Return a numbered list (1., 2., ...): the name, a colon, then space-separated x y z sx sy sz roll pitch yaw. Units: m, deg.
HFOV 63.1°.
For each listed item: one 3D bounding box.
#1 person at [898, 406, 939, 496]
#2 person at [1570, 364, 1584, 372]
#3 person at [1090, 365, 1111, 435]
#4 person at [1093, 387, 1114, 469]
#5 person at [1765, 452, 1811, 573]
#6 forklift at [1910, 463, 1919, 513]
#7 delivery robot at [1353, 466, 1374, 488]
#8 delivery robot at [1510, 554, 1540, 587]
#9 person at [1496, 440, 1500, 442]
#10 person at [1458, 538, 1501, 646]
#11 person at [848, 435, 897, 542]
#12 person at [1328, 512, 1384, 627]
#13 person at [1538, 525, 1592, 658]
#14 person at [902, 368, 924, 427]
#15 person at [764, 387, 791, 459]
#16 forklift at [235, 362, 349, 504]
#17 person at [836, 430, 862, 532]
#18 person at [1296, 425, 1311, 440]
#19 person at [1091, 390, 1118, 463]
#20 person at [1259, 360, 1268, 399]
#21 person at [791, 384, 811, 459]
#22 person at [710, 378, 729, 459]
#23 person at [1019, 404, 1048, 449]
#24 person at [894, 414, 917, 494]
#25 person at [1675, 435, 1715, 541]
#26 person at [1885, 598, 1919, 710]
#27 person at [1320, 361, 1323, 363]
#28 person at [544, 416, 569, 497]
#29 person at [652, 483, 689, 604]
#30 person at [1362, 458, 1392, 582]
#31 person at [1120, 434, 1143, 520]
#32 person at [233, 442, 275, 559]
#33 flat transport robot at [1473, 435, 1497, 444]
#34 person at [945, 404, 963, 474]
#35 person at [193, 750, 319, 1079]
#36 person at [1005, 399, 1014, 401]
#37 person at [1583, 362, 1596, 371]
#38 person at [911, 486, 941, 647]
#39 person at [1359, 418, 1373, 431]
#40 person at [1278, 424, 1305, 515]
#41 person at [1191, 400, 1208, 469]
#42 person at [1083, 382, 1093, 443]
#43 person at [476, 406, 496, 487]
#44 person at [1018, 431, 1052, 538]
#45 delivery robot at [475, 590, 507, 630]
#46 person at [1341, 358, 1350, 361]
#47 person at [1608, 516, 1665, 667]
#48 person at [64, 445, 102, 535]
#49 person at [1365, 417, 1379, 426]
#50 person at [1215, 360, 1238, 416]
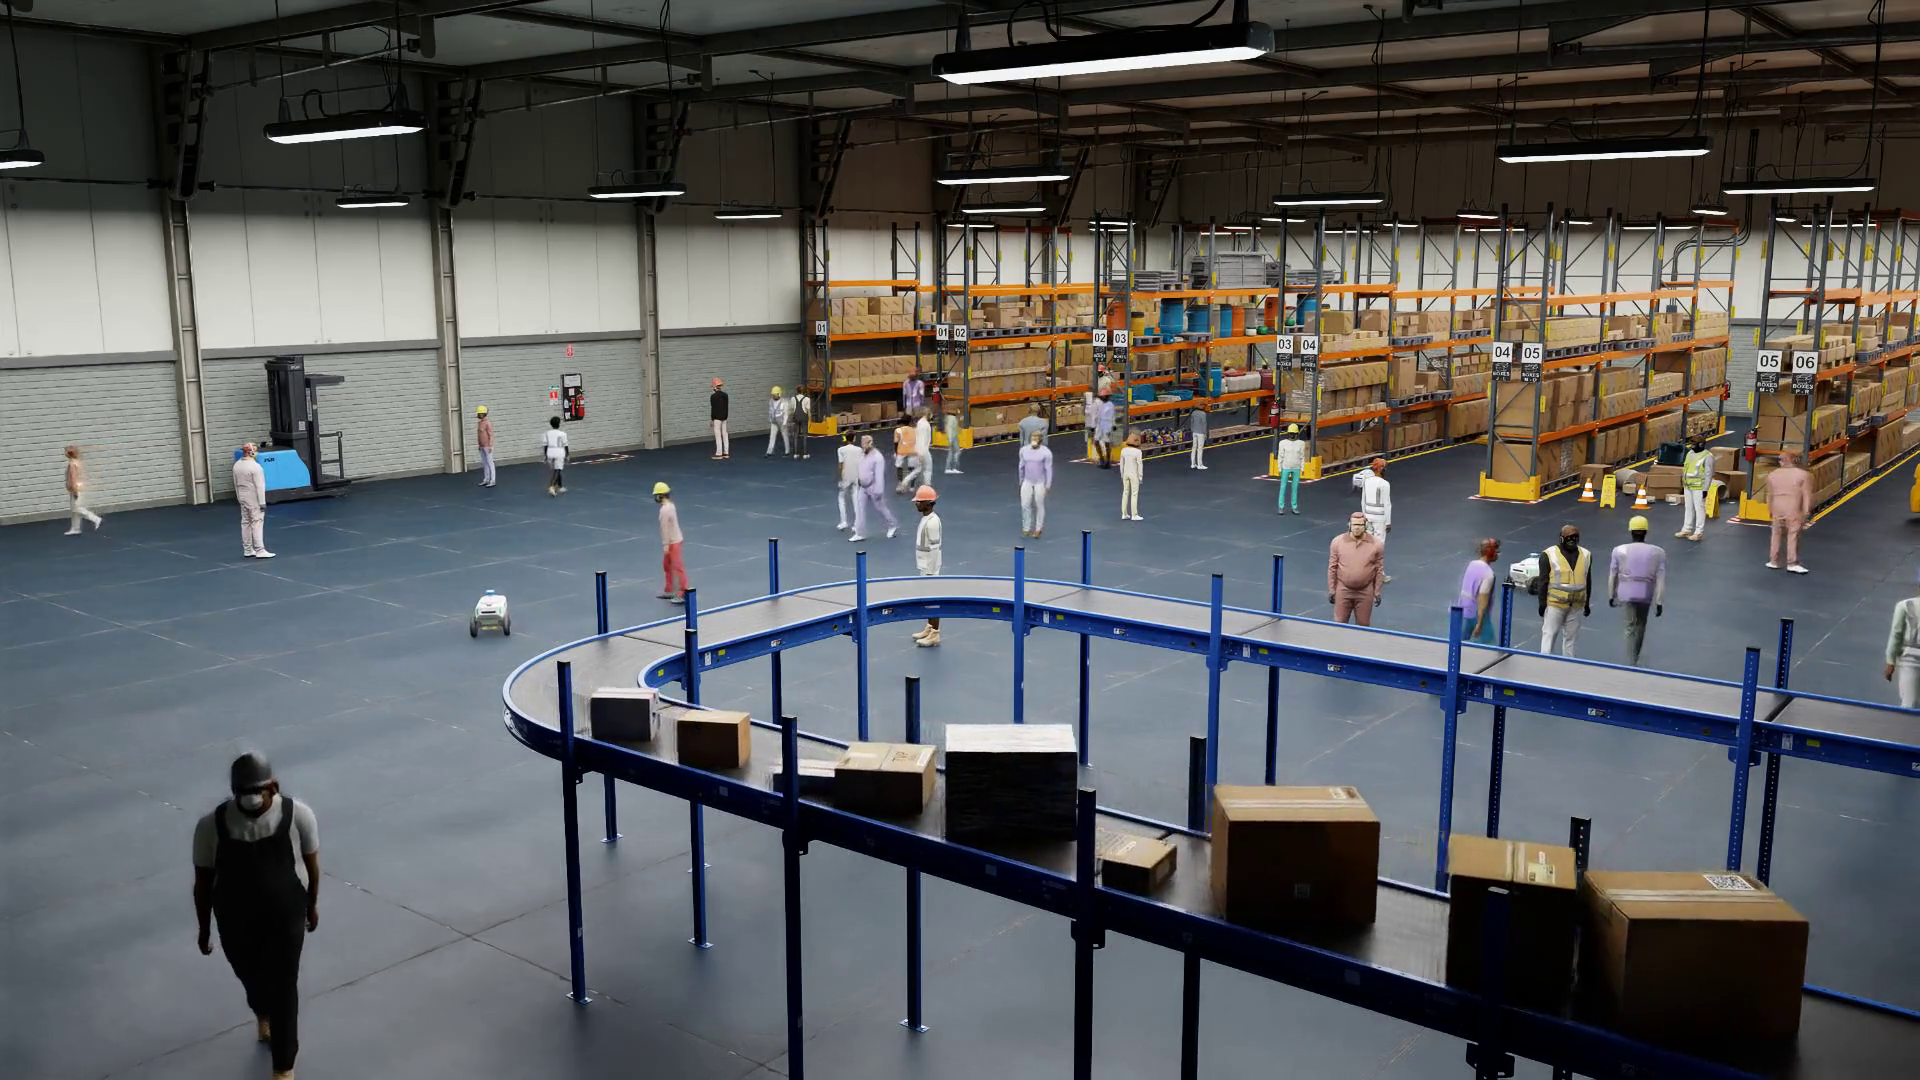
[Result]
1. person: -0.860 -1.828 32.410 0.765 1.908 0.664 -1 10 -6
2. person: 19.016 -4.658 48.426 1.012 1.878 0.582 0 10 0
3. person: 3.943 -3.921 43.918 0.612 1.995 0.382 8 13 37
4. person: 3.362 -2.631 36.849 0.498 1.923 0.566 -6 12 -29
5. person: 13.149 -0.443 24.713 0.406 1.874 0.796 -8 13 -36
6. forklift: 19.034 -1.348 28.998 2.313 2.155 1.214 8 13 37
7. delivery robot: 8.645 -1.316 33.167 0.477 0.478 0.707 10 14 44
8. delivery robot: 8.513 0.446 23.247 0.707 0.478 0.477 -7 12 -34
9. person: 14.260 -3.273 40.657 0.667 1.852 0.604 -1 10 -7
10. person: 5.828 0.860 17.641 0.998 1.790 0.588 -1 10 -7
11. person: -1.513 -0.932 27.503 0.987 1.865 0.647 -9 14 -43
12. person: 4.718 0.608 18.675 0.643 1.910 0.399 2 10 13
13. person: 7.013 0.737 18.130 0.636 1.842 0.429 -1 10 -4
14. person: -1.278 -3.645 42.363 0.634 1.989 1.032 2 10 11
15. person: -4.509 -2.901 38.759 0.600 1.782 0.940 4 11 23
16. forklift: -13.803 -2.244 32.110 1.129 2.768 1.873 8 13 37
17. person: -2.011 -1.078 28.410 0.550 1.821 0.707 -6 12 -30
18. person: 8.937 -3.336 40.785 0.629 1.939 0.766 9 13 40
19. person: 3.543 -2.760 37.936 0.914 1.794 0.624 8 13 39
20. person: 9.634 -4.825 49.609 0.612 1.781 0.950 3 10 14
21. person: -3.947 -2.947 38.885 0.507 1.842 0.332 2 10 10
22. person: -5.991 -3.014 38.823 0.398 1.989 0.621 6 12 30
23. person: 1.535 -1.864 32.527 0.626 1.933 0.356 3 11 18
24. person: -1.123 -1.824 33.030 0.548 1.668 0.399 -2 10 -13
25. person: 12.913 -0.924 27.480 0.430 1.845 0.619 -2 10 -13
26. person: 9.355 1.217 15.167 0.642 1.931 0.477 1 10 7
27. person: 12.356 -5.651 53.873 0.372 1.916 0.597 3 10 15
28. person: -8.451 -1.750 32.643 0.538 1.663 0.853 3 11 17
29. person: -4.147 0.047 22.334 0.601 1.721 0.525 0 10 1
30. person: 6.373 -0.309 23.901 0.355 1.884 0.575 -5 11 -28
31. person: 3.251 -1.194 29.586 0.507 1.631 0.268 10 14 44
32. person: -11.648 -0.655 25.785 0.643 1.910 0.400 6 12 31
33. flat transport robot: 14.537 -2.728 42.177 1.431 0.197 0.652 -8 13 -37
34. person: -0.089 -2.321 35.978 0.581 1.612 0.540 1 10 7
35. person: -4.230 2.199 9.463 0.684 2.000 1.014 -3 10 -16
36. person: 1.480 -4.501 47.510 0.566 1.887 1.013 5 11 25
37. person: 19.410 -4.614 48.045 0.667 1.913 0.459 3 10 15
38. person: -0.428 0.320 19.909 0.372 2.042 0.615 -2 10 -10
39. person: 11.691 -3.903 44.813 0.514 1.642 0.310 6 12 29
40. person: 6.408 -1.373 30.231 0.526 1.765 0.329 -1 10 -3
41. person: 5.647 -2.494 36.904 0.283 1.631 0.503 -6 12 -30
42. person: 3.535 -3.420 42.097 0.514 1.642 0.314 9 14 43
43. person: -10.310 -2.034 33.941 0.331 1.768 0.527 -9 14 -42
44. person: 1.289 -0.963 27.519 0.650 1.906 0.808 4 11 21
45. delivery robot: -6.187 0.908 20.646 0.477 0.478 0.707 -2 10 -11
46. person: 13.538 -5.751 54.596 0.521 1.865 0.334 7 12 34
47. person: 7.982 0.649 18.543 0.590 1.865 0.988 2 10 12
48. person: -15.733 -0.896 27.944 0.568 1.625 0.519 -4 11 -21
49. person: 12.335 -4.411 46.706 0.610 1.986 0.392 8 13 38
50. person: 8.495 -4.828 49.645 0.957 1.773 0.627 -9 13 -41
